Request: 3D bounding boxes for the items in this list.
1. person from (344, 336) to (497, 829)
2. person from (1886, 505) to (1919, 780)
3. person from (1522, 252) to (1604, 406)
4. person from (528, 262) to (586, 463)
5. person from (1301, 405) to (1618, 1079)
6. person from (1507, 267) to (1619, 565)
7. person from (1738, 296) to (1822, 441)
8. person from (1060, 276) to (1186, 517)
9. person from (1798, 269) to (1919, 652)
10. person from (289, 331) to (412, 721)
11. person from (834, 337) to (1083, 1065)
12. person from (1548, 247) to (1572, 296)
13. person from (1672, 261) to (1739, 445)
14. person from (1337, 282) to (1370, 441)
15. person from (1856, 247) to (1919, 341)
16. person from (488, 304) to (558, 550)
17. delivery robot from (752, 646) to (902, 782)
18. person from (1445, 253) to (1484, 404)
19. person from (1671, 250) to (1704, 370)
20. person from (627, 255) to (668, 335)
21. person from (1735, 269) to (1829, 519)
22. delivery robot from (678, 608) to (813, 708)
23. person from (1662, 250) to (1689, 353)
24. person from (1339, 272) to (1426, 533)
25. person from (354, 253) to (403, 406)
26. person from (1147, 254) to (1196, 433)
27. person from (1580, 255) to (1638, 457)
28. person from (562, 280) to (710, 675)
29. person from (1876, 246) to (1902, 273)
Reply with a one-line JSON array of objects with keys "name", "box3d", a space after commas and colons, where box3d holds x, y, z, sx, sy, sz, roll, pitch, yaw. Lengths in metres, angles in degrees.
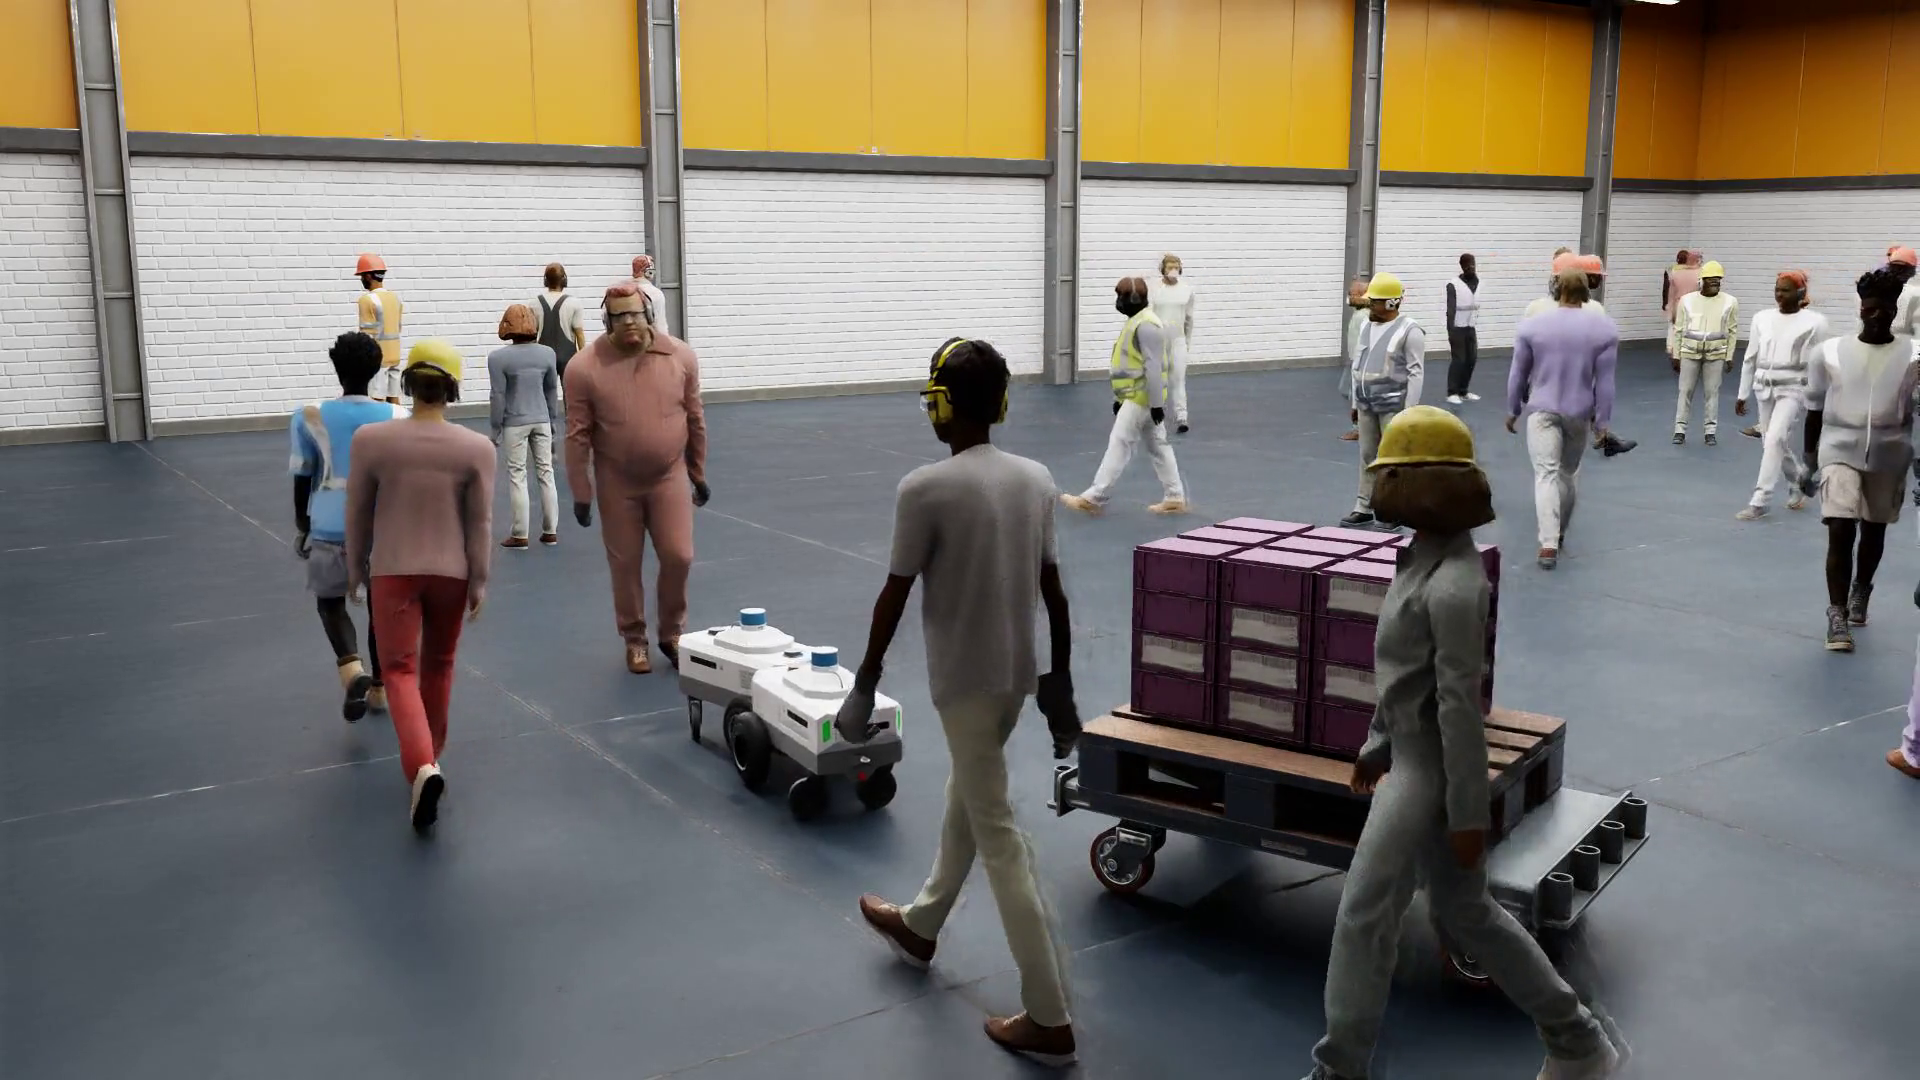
[{"name": "person", "box3d": [-1.918, 0.132, 6.007, 0.534, 1.723, 0.826, -5, 11, -24]}, {"name": "person", "box3d": [3.786, 0.068, 5.994, 0.660, 1.867, 0.968, 1, 10, 5]}, {"name": "person", "box3d": [4.775, -1.296, 13.206, 0.622, 1.966, 0.929, 3, 11, 15]}, {"name": "person", "box3d": [-3.682, -1.615, 15.268, 0.515, 1.842, 0.328, 0, 10, 2]}, {"name": "person", "box3d": [1.151, 0.535, 3.864, 0.826, 1.702, 0.484, 3, 11, 14]}, {"name": "person", "box3d": [3.870, -0.807, 10.728, 0.631, 1.891, 1.025, 2, 10, 9]}, {"name": "person", "box3d": [8.552, -1.790, 16.979, 0.930, 1.578, 0.485, 5, 12, 27]}, {"name": "person", "box3d": [1.262, -1.054, 12.362, 0.971, 1.780, 0.640, 0, 10, 1]}, {"name": "person", "box3d": [4.686, -0.431, 8.586, 0.619, 1.920, 0.994, 5, 11, 25]}, {"name": "person", "box3d": [-2.543, -0.042, 7.080, 0.552, 1.680, 0.554, -5, 12, -26]}, {"name": "person", "box3d": [-0.002, 0.390, 4.359, 0.960, 1.815, 0.521, 10, 14, 43]}, {"name": "person", "box3d": [7.983, -2.910, 22.107, 0.372, 1.940, 0.629, -3, 11, -15]}, {"name": "person", "box3d": [7.446, -1.865, 16.661, 0.586, 1.836, 0.404, 4, 11, 22]}, {"name": "person", "box3d": [4.032, -1.811, 16.939, 0.349, 1.618, 0.522, 1, 10, 8]}, {"name": "person", "box3d": [8.867, -1.787, 15.860, 0.620, 1.971, 1.093, 8, 13, 36]}, {"name": "person", "box3d": [-2.912, -0.752, 11.114, 0.497, 1.633, 0.284, -10, 14, -43]}, {"name": "delivery robot", "box3d": [-0.500, 0.640, 6.182, 0.477, 0.478, 0.707, -6, 12, -29]}, {"name": "person", "box3d": [6.256, -2.626, 20.727, 0.629, 1.873, 0.454, -6, 12, -31]}, {"name": "person", "box3d": [10.783, -3.335, 24.583, 0.576, 1.889, 0.645, -7, 12, -33]}, {"name": "person", "box3d": [-3.104, -1.846, 16.389, 0.637, 1.901, 0.403, 6, 12, 30]}, {"name": "person", "box3d": [6.169, -1.094, 12.428, 0.935, 1.854, 0.581, -6, 12, -30]}, {"name": "delivery robot", "box3d": [-0.845, 0.523, 6.824, 0.477, 0.478, 0.707, -10, 14, -43]}, {"name": "person", "box3d": [12.892, -4.257, 29.761, 0.621, 1.843, 0.429, 4, 11, 20]}, {"name": "person", "box3d": [2.983, -0.965, 11.749, 0.404, 1.828, 0.591, -6, 12, -32]}, {"name": "person", "box3d": [-5.237, -1.604, 14.979, 0.381, 1.929, 0.542, 3, 11, 13]}, {"name": "person", "box3d": [2.219, -2.098, 17.810, 0.637, 1.892, 1.005, -1, 10, -7]}, {"name": "person", "box3d": [5.944, -1.722, 15.684, 0.965, 1.891, 0.561, 3, 11, 18]}, {"name": "person", "box3d": [-1.513, -0.279, 7.854, 0.689, 1.876, 0.480, -3, 11, -18]}, {"name": "person", "box3d": [15.375, -3.888, 27.496, 0.374, 1.928, 0.543, -5, 11, -25]}]
